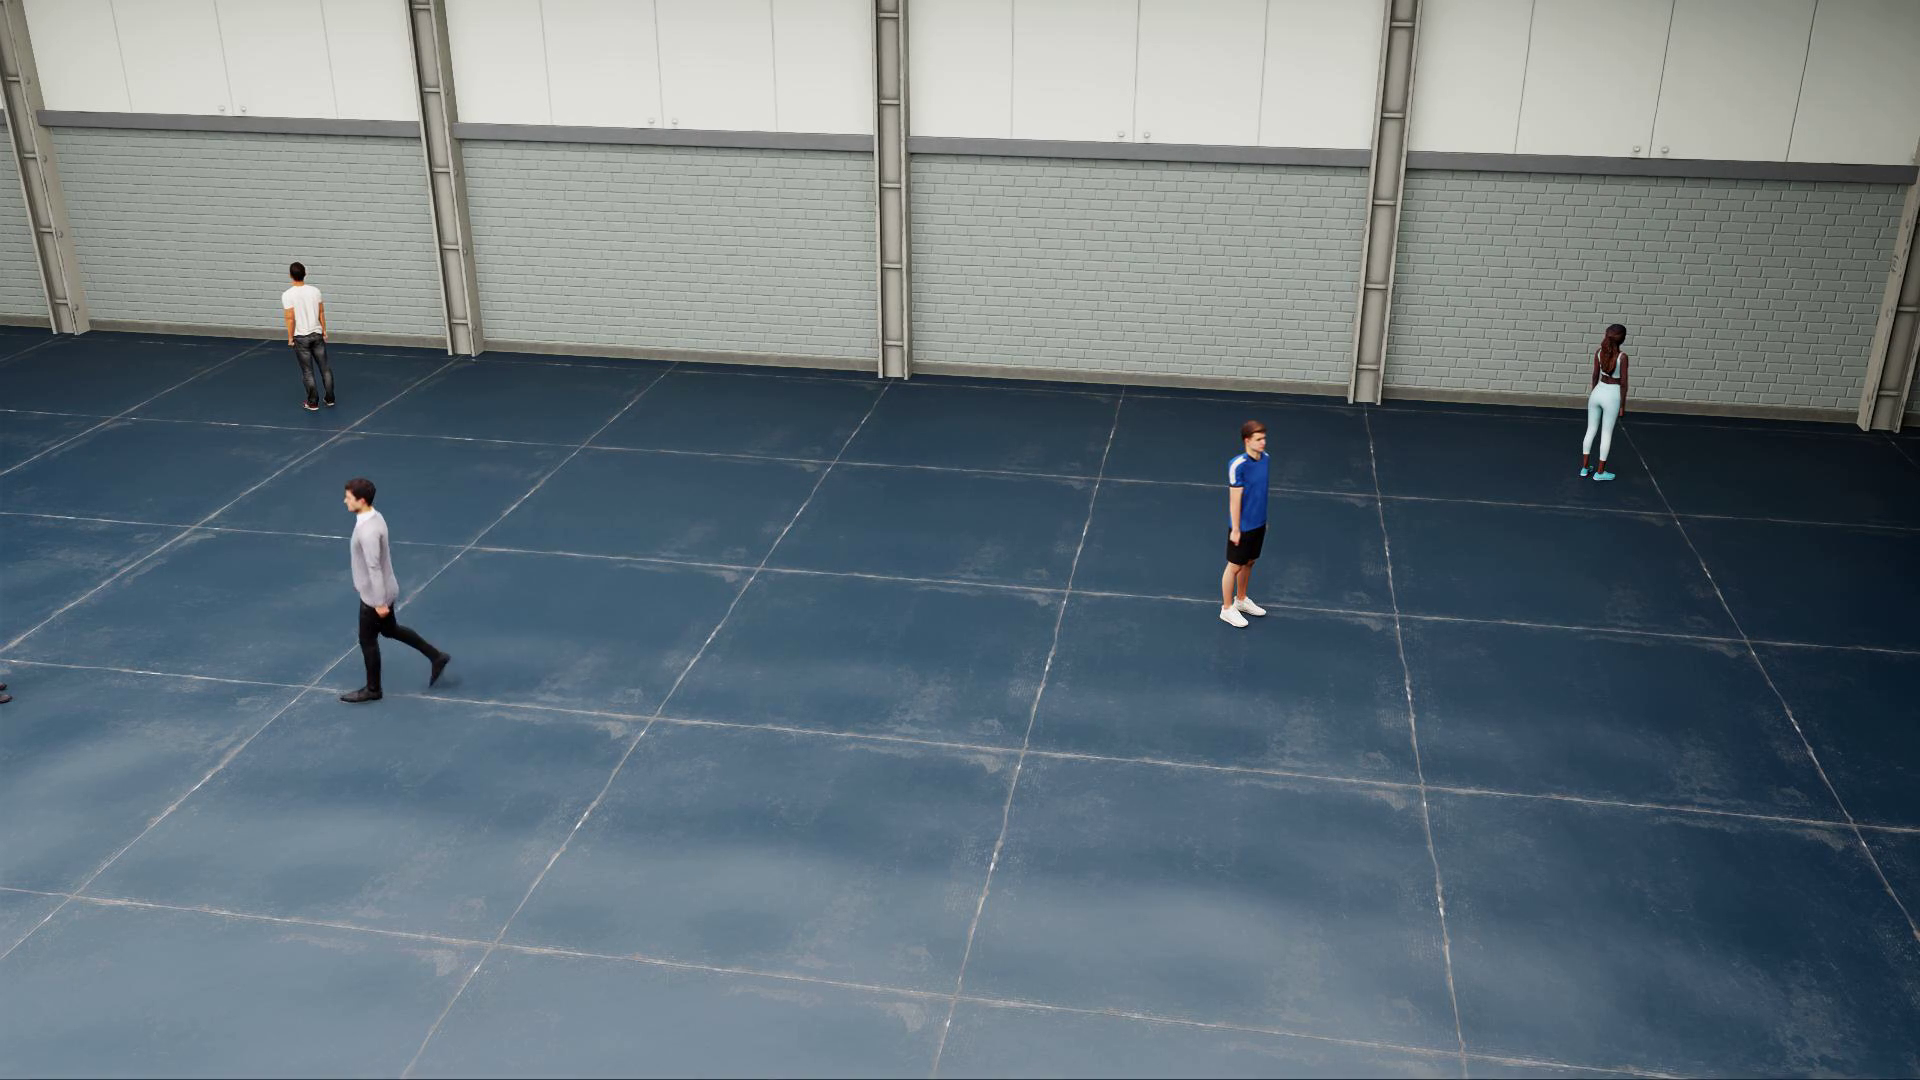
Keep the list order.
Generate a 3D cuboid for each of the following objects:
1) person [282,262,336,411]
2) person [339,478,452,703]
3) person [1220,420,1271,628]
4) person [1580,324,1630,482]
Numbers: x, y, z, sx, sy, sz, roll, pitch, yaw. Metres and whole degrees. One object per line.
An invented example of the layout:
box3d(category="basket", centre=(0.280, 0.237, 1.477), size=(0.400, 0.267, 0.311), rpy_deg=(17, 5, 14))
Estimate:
box3d(category="person", centre=(-7.946, -2.493, 20.265), size=(0.716, 1.804, 0.739), rpy_deg=(-21, 31, -40))
box3d(category="person", centre=(-4.580, 0.381, 13.343), size=(1.267, 1.932, 1.073), rpy_deg=(-7, 24, -16))
box3d(category="person", centre=(2.538, -0.174, 14.734), size=(0.764, 1.866, 0.747), rpy_deg=(20, 30, 39))
box3d(category="person", centre=(7.004, -1.504, 18.041), size=(0.712, 1.725, 0.646), rpy_deg=(-17, 28, -34))
